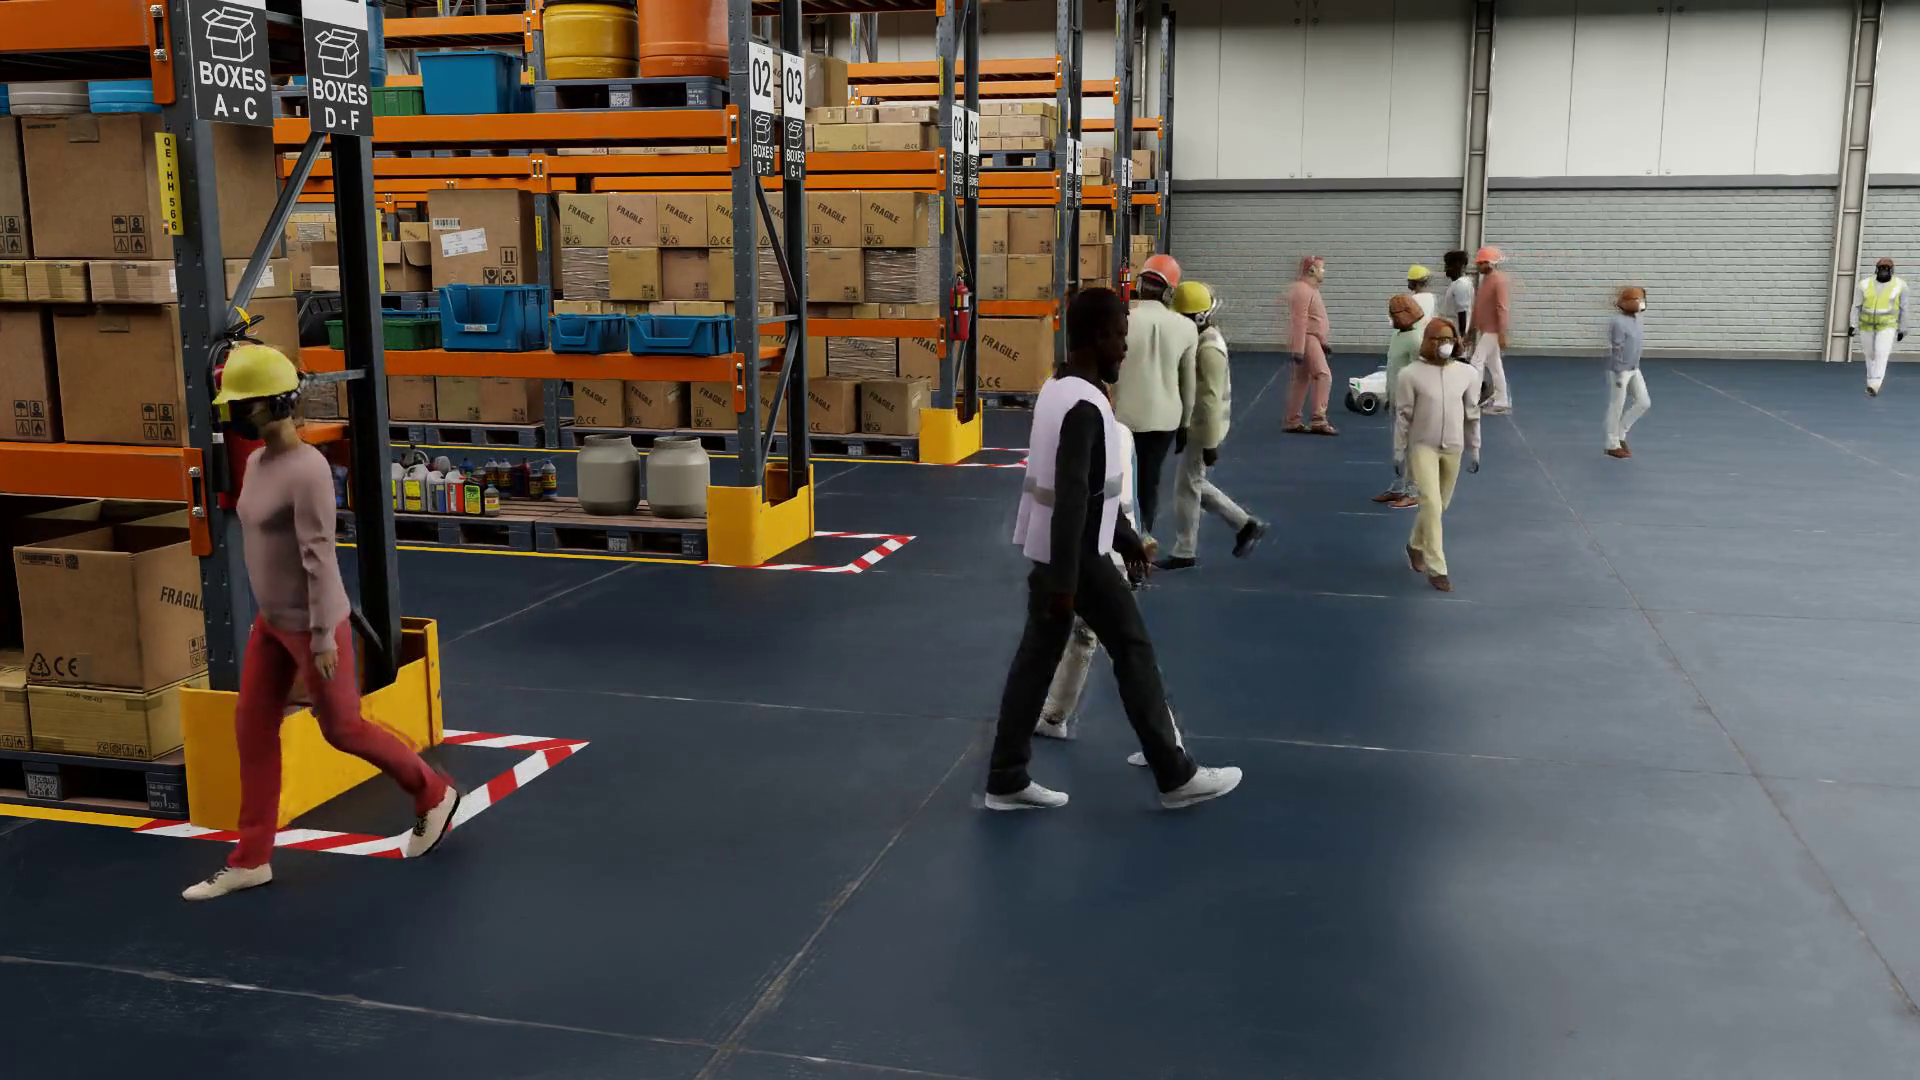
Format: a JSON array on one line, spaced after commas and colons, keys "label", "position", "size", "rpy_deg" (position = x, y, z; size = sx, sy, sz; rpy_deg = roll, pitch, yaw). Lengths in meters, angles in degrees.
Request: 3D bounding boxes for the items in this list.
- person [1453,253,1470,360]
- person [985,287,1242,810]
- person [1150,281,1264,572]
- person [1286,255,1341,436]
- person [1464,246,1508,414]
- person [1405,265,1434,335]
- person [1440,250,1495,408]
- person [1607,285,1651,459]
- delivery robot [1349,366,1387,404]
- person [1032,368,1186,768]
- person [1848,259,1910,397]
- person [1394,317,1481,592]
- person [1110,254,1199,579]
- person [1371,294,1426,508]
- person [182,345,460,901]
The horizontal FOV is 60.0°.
[{"label": "person", "position": [6.991, -3.104, 23.410], "size": [0.329, 1.873, 0.514], "rpy_deg": [1, 10, 4]}, {"label": "person", "position": [0.544, 0.054, 5.907], "size": [1.000, 1.863, 0.589], "rpy_deg": [-2, 10, -10]}, {"label": "person", "position": [1.526, -0.679, 10.167], "size": [0.624, 1.801, 0.621], "rpy_deg": [0, 10, 0]}, {"label": "person", "position": [3.778, -2.035, 17.461], "size": [0.710, 1.882, 0.649], "rpy_deg": [2, 10, 12]}, {"label": "person", "position": [6.075, -2.431, 19.417], "size": [0.858, 1.956, 0.642], "rpy_deg": [0, 10, 1]}, {"label": "person", "position": [5.183, -2.239, 18.911], "size": [0.382, 1.755, 0.543], "rpy_deg": [10, 14, 44]}, {"label": "person", "position": [6.051, -2.526, 20.058], "size": [0.933, 1.941, 0.610], "rpy_deg": [3, 11, 15]}, {"label": "person", "position": [6.256, -1.564, 15.549], "size": [0.531, 1.618, 0.351], "rpy_deg": [-9, 13, -40]}, {"label": "delivery robot", "position": [4.968, -1.804, 19.590], "size": [0.707, 0.478, 0.477], "rpy_deg": [-1, 10, -5]}, {"label": "person", "position": [0.555, 0.089, 6.517], "size": [0.843, 1.589, 0.517], "rpy_deg": [5, 12, 27]}, {"label": "person", "position": [12.043, -2.787, 21.863], "size": [0.632, 1.789, 0.962], "rpy_deg": [9, 14, 42]}, {"label": "person", "position": [2.838, -0.541, 9.958], "size": [0.508, 1.599, 0.803], "rpy_deg": [-2, 10, -9]}, {"label": "person", "position": [1.112, -0.708, 9.871], "size": [0.635, 1.959, 0.607], "rpy_deg": [-2, 10, -13]}, {"label": "person", "position": [3.385, -1.061, 12.743], "size": [0.287, 1.633, 0.498], "rpy_deg": [-1, 10, -7]}, {"label": "person", "position": [-2.054, 0.236, 5.286], "size": [0.838, 1.729, 0.545], "rpy_deg": [-10, 14, -44]}]
